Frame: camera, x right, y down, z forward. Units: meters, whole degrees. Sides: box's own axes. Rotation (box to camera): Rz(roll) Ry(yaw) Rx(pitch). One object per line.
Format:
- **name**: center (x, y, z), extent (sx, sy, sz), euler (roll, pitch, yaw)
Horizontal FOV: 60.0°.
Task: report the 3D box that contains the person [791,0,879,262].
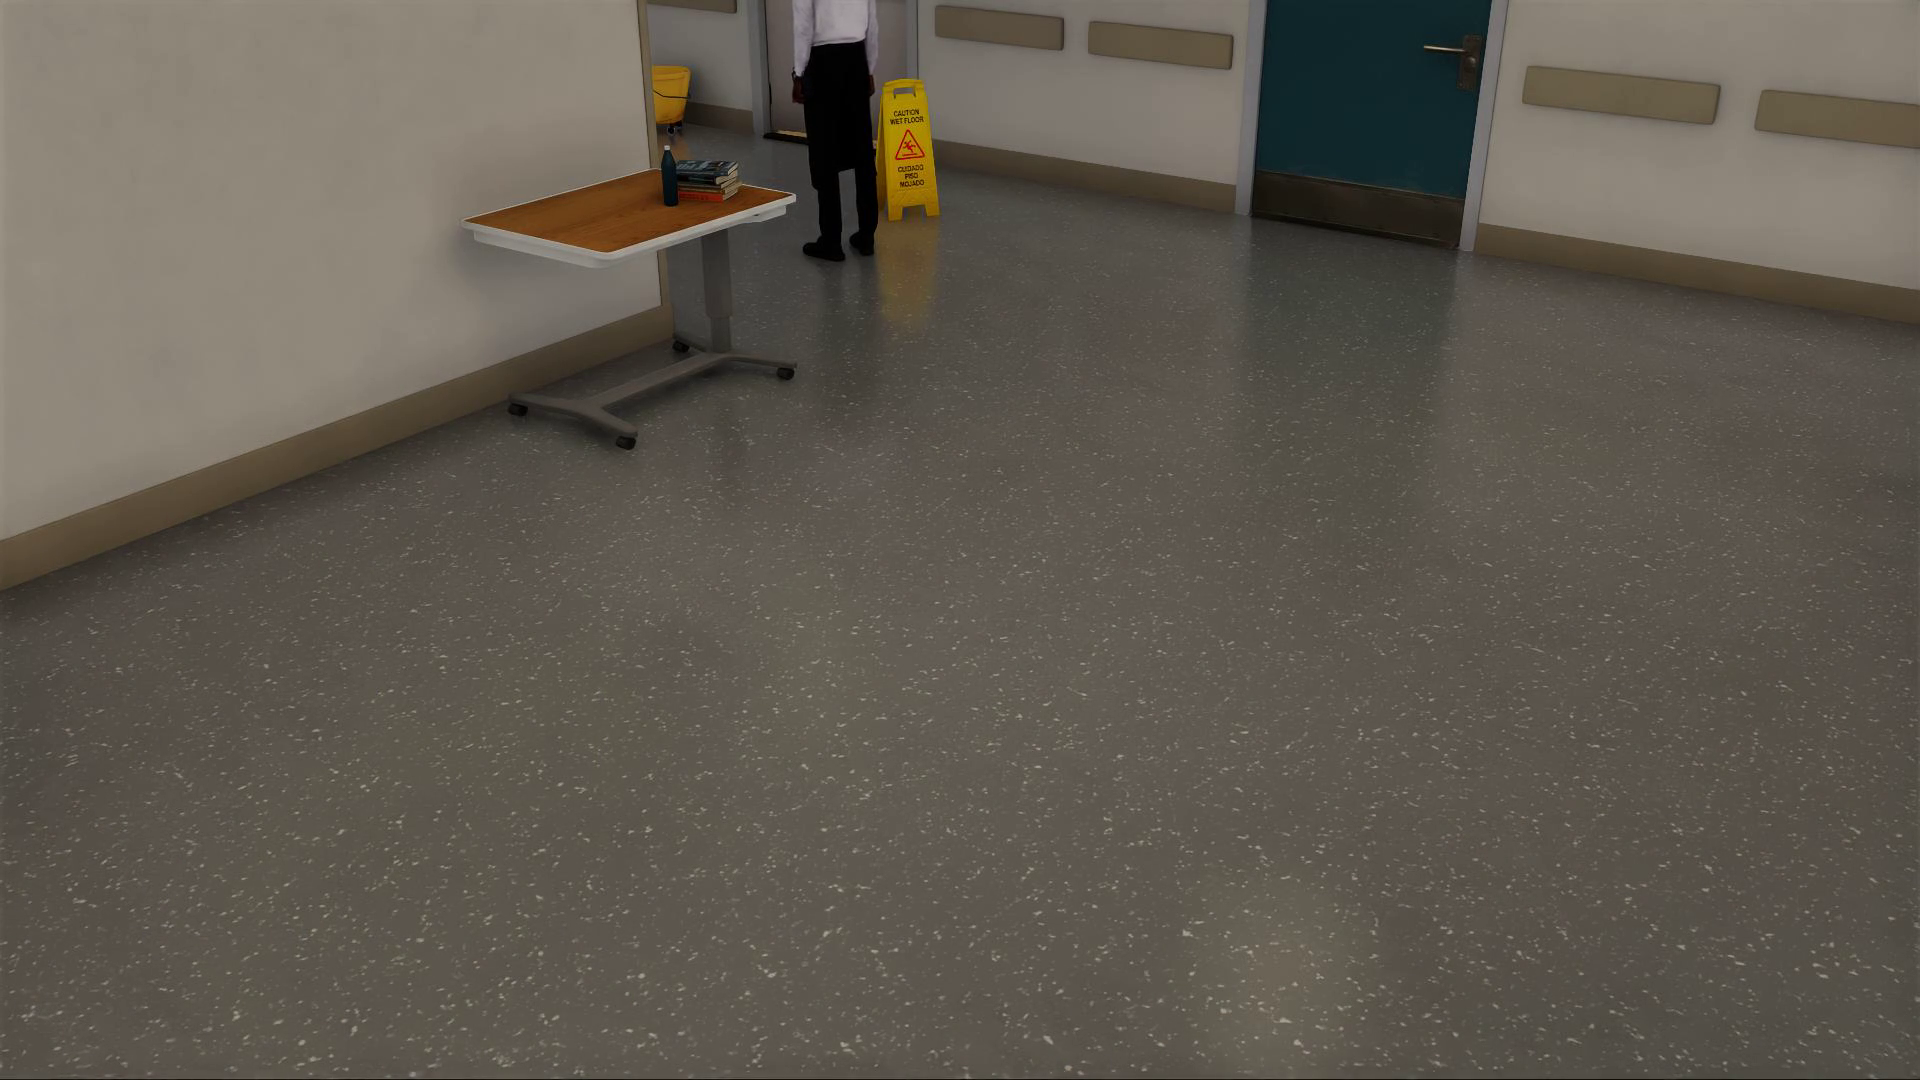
- **person**: center (-0.634, -2.362, 8.505), extent (0.712, 1.836, 0.686), euler (-15, 29, -28)
